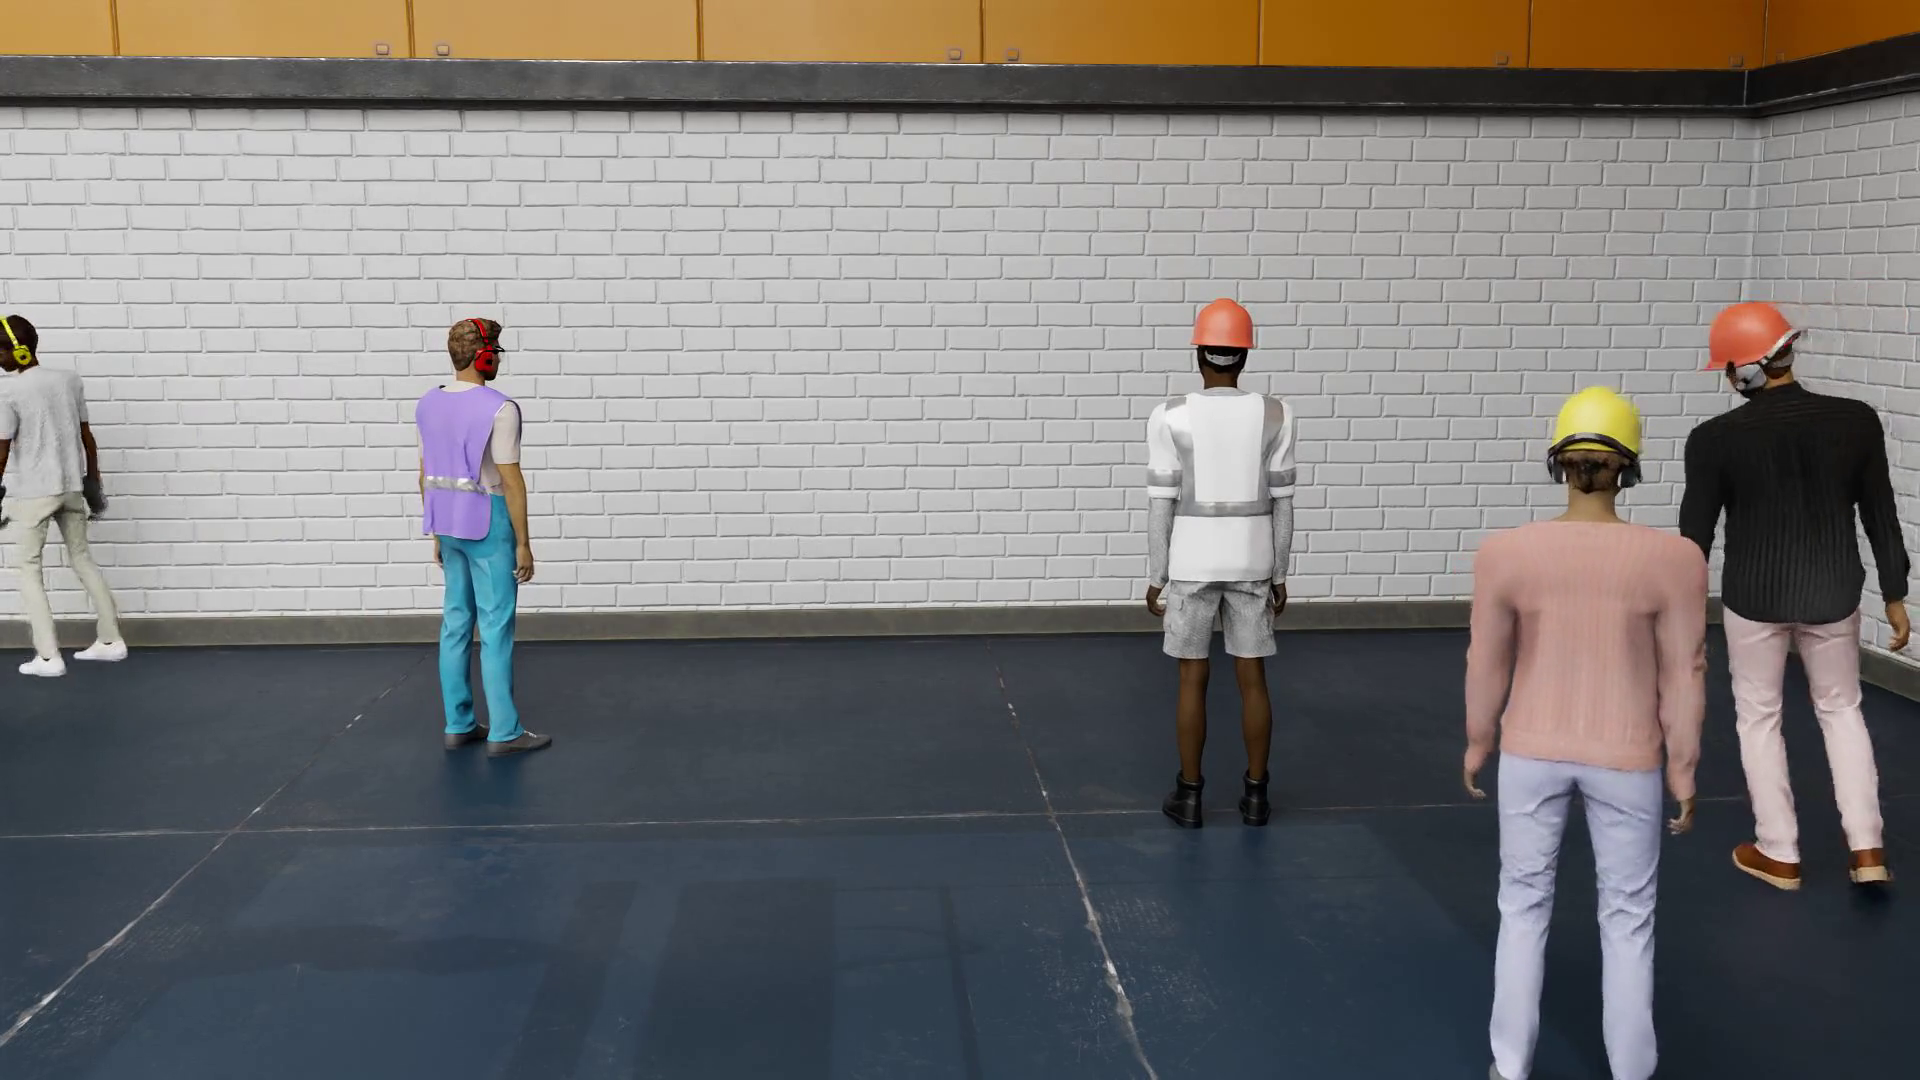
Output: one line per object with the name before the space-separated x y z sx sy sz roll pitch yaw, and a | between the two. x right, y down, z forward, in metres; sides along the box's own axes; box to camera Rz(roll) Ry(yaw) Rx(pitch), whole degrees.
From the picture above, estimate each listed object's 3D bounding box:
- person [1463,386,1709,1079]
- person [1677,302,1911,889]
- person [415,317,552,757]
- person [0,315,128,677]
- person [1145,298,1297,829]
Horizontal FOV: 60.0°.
person | 1.485 0.516 3.981 0.535 1.766 0.330 4 10 25
person | 2.717 0.199 5.450 0.713 1.934 0.421 2 9 12
person | -2.036 -0.006 7.003 0.569 1.845 0.384 5 10 30
person | -4.608 -0.224 8.436 0.360 1.833 0.584 4 10 24
person | 0.942 0.093 6.095 0.547 1.938 0.377 0 9 -1
